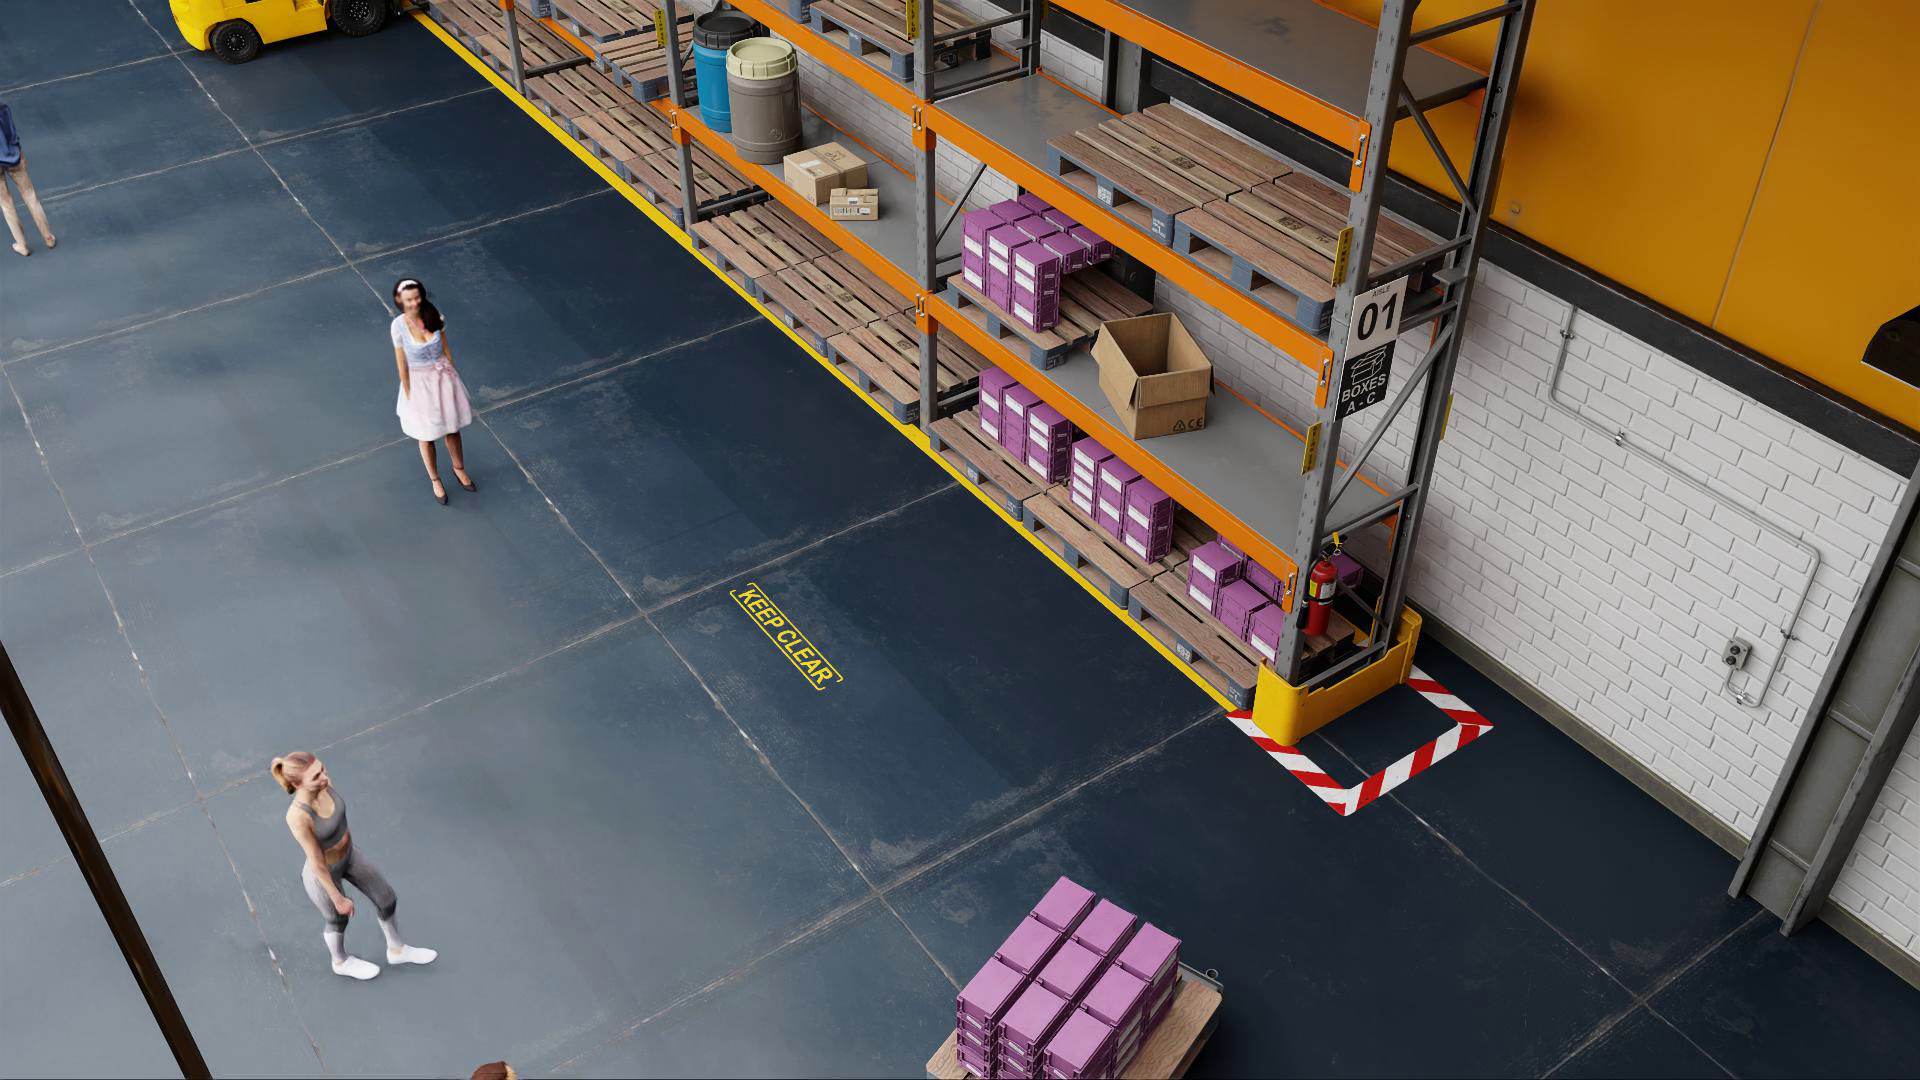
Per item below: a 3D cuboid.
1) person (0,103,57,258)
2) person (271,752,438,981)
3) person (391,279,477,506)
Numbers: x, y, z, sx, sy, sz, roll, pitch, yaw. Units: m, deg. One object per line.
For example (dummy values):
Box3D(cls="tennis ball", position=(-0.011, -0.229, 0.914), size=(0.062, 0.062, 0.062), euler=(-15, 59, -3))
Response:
Box3D(cls="person", position=(-8.683, -3.401, 15.073), size=(0.634, 1.697, 0.587), euler=(-29, 47, -31))
Box3D(cls="person", position=(-3.339, 1.719, 8.670), size=(0.895, 1.686, 0.843), euler=(5, 39, 6))
Box3D(cls="person", position=(-3.843, -1.087, 12.074), size=(0.706, 1.822, 0.729), euler=(-27, 46, -30))
